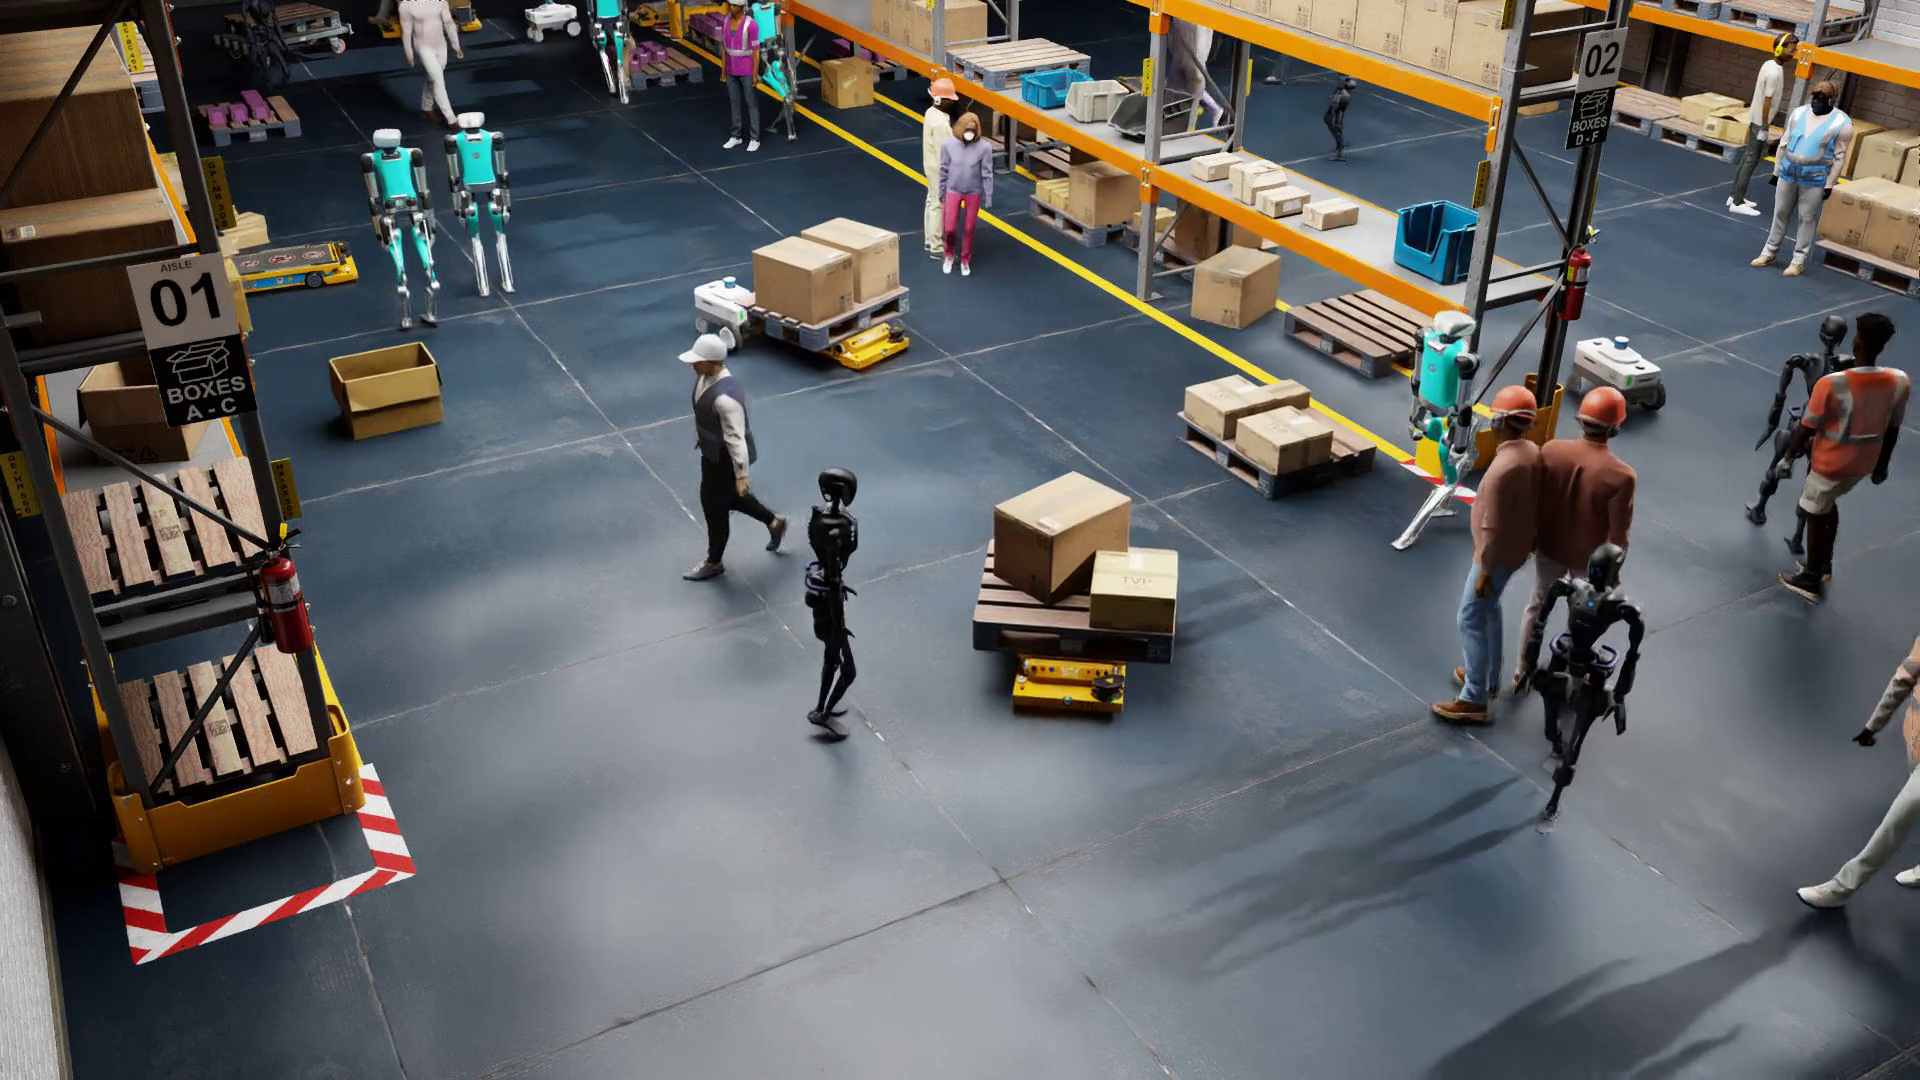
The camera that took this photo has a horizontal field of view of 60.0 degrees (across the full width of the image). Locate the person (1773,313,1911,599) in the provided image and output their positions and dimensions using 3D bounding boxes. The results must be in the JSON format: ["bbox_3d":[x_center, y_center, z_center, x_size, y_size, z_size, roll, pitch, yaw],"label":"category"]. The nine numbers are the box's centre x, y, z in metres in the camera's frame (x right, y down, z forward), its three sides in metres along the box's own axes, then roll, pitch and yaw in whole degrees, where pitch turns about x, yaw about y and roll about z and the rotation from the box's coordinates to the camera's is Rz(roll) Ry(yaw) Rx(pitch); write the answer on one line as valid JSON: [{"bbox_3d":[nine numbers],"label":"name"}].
[{"bbox_3d":[5.586,-0.547,10.681,0.629,1.943,0.537,-8,31,-14],"label":"person"}]

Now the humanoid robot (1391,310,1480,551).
[{"bbox_3d":[3.361,-0.764,11.251,0.921,1.739,0.581,-15,33,-25],"label":"humanoid robot"}]

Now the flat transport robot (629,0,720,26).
[{"bbox_3d":[-4.339,-8.111,25.529,1.431,0.231,0.659,-16,33,-25],"label":"flat transport robot"}]

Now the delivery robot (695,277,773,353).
[{"bbox_3d":[-1.994,-2.002,14.622,0.812,0.609,0.499,26,39,38],"label":"delivery robot"}]

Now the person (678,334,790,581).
[{"bbox_3d":[-1.507,-0.561,10.909,0.724,1.738,0.763,-11,32,-19],"label":"person"}]

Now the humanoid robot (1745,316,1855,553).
[{"bbox_3d":[5.777,-0.770,11.343,0.611,1.640,0.628,4,30,7],"label":"humanoid robot"}]

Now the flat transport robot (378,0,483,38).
[{"bbox_3d":[-7.917,-7.715,24.840,1.431,0.231,0.659,-12,32,-19],"label":"flat transport robot"}]

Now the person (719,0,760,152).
[{"bbox_3d":[-2.557,-5.454,19.320,0.506,1.846,0.340,13,32,21],"label":"person"}]

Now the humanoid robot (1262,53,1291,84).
[{"bbox_3d":[4.140,-6.775,21.834,0.821,1.862,0.548,6,30,10],"label":"humanoid robot"}]

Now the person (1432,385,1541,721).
[{"bbox_3d":[3.067,0.069,9.612,0.431,1.943,0.728,18,35,29],"label":"person"}]

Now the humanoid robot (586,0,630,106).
[{"bbox_3d":[-4.489,-6.472,21.223,0.536,1.777,0.852,-8,31,-14],"label":"humanoid robot"}]

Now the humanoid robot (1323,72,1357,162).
[{"bbox_3d":[4.349,-5.148,18.959,0.340,1.651,0.613,7,31,12],"label":"humanoid robot"}]

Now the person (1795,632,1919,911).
[{"bbox_3d":[4.681,0.995,8.062,0.980,1.868,0.611,-6,30,-10],"label":"person"}]

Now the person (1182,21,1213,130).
[{"bbox_3d":[2.781,-5.517,19.435,0.370,1.855,0.676,0,30,1],"label":"person"}]

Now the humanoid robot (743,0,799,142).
[{"bbox_3d":[-2.105,-5.565,19.672,0.973,1.774,0.530,26,39,37],"label":"humanoid robot"}]

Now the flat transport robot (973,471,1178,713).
[{"bbox_3d":[0.725,0.581,10.397,0.659,0.231,1.431,4,30,7],"label":"flat transport robot"}]

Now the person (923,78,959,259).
[{"bbox_3d":[-0.184,-3.633,16.248,0.341,1.745,0.563,-4,30,-8],"label":"person"}]

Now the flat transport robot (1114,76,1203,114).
[{"bbox_3d":[2.518,-5.697,21.327,0.659,0.231,1.431,-9,31,-16],"label":"flat transport robot"}]

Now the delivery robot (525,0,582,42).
[{"bbox_3d":[-5.977,-7.656,24.453,0.775,0.596,0.499,-18,35,-29],"label":"delivery robot"}]

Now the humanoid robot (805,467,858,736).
[{"bbox_3d":[-0.731,0.341,9.412,0.351,1.645,0.610,-3,30,-4],"label":"humanoid robot"}]

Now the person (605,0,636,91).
[{"bbox_3d":[-4.416,-6.708,21.627,0.402,1.717,0.584,-4,30,-7],"label":"person"}]

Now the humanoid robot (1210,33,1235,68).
[{"bbox_3d":[3.717,-7.288,22.680,0.413,1.637,0.602,-20,35,-31],"label":"humanoid robot"}]

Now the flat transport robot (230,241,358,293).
[{"bbox_3d":[-6.538,-2.568,15.880,1.431,0.231,0.659,-12,32,-21],"label":"flat transport robot"}]

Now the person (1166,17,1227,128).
[{"bbox_3d":[2.766,-5.752,19.840,0.809,1.871,0.662,11,32,18],"label":"person"}]

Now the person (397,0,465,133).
[{"bbox_3d":[-6.407,-5.940,20.137,1.044,1.888,0.624,22,36,33],"label":"person"}]

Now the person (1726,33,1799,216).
[{"bbox_3d":[8.395,-4.347,17.379,0.320,1.863,0.516,10,31,16],"label":"person"}]

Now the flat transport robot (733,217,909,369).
[{"bbox_3d":[-1.198,-1.857,14.642,1.431,0.231,0.659,22,37,34],"label":"flat transport robot"}]

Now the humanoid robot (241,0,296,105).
[{"bbox_3d":[-8.720,-6.249,20.868,0.336,1.647,0.584,12,32,21],"label":"humanoid robot"}]

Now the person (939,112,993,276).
[{"bbox_3d":[0.056,-3.269,15.747,0.513,1.606,0.393,1,30,1],"label":"person"}]

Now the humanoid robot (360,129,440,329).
[{"bbox_3d":[-4.837,-2.663,14.501,0.544,1.727,0.696,-9,31,-15],"label":"humanoid robot"}]

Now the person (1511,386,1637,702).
[{"bbox_3d":[3.578,0.030,9.634,0.442,1.992,0.613,-25,38,-36],"label":"person"}]

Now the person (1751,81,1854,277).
[{"bbox_3d":[8.018,-3.439,15.818,0.429,1.842,0.633,-21,36,-31],"label":"person"}]

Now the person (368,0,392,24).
[{"bbox_3d":[-8.532,-8.516,24.715,0.894,1.797,0.650,3,30,5],"label":"person"}]

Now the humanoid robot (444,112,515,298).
[{"bbox_3d":[-4.402,-3.127,15.328,0.536,1.744,0.678,-8,31,-14],"label":"humanoid robot"}]

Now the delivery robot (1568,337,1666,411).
[{"bbox_3d":[5.313,-1.340,13.466,0.499,0.606,0.808,-10,31,-17],"label":"delivery robot"}]

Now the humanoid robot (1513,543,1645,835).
[{"bbox_3d":[3.298,0.711,8.816,0.603,1.633,0.764,21,36,32],"label":"humanoid robot"}]
